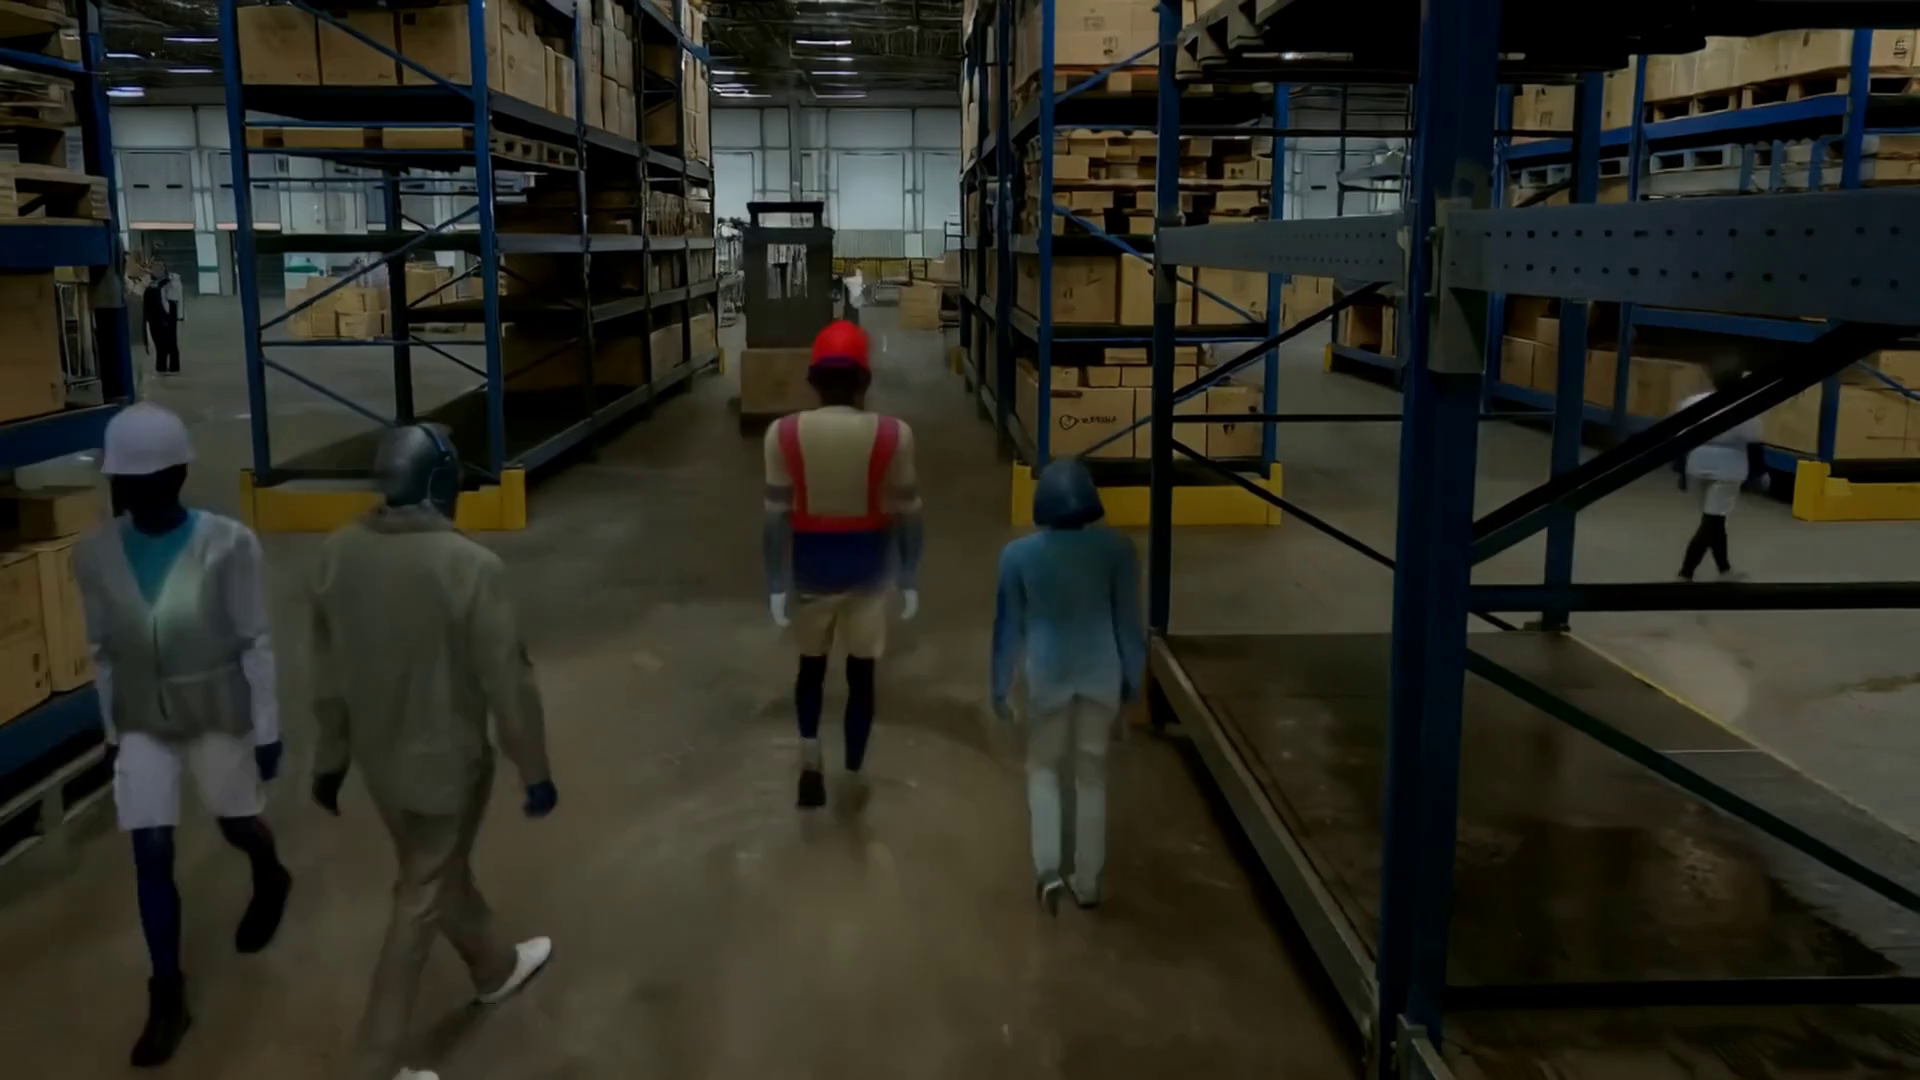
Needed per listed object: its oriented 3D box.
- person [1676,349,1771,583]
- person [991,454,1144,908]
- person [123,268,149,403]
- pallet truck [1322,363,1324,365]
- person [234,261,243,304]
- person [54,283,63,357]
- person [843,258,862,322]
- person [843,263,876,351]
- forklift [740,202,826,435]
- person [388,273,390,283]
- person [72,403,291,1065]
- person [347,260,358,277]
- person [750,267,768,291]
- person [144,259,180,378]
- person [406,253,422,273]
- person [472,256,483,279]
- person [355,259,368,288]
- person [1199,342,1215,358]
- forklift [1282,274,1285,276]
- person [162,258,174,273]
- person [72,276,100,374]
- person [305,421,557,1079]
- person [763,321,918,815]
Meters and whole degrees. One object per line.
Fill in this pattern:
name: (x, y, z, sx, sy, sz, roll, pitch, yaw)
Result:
person: (5.006, -0.434, 10.971, 0.893, 1.648, 0.531, -6, 12, -29)
person: (0.381, 0.517, 5.763, 0.543, 1.614, 0.432, 0, 10, -2)
person: (-11.366, -2.702, 22.632, 0.372, 1.997, 0.621, 9, 13, 41)
pallet truck: (7.712, -4.157, 30.737, 1.885, 1.965, 0.823, 3, 11, 16)
person: (-26.825, -9.789, 62.246, 0.603, 1.949, 0.389, 1, 10, 8)
person: (-18.518, -4.642, 33.761, 0.543, 1.872, 1.021, -10, 14, -43)
person: (-3.143, -7.291, 48.551, 0.567, 1.878, 0.349, -6, 12, -28)
person: (-2.274, -4.971, 35.609, 0.908, 1.887, 0.590, 4, 11, 21)
forklift: (-2.121, -2.752, 20.449, 1.129, 2.768, 1.873, 0, 10, -2)
person: (-18.701, -8.395, 55.220, 0.531, 1.689, 0.322, -9, 13, -40)
person: (-2.330, 0.505, 5.080, 0.551, 1.902, 0.952, -1, 10, -5)
person: (-17.420, -7.166, 48.039, 0.903, 1.817, 0.519, 5, 11, 24)
person: (-6.536, -8.323, 54.175, 0.616, 1.911, 0.419, -9, 13, -41)
person: (-13.832, -3.824, 28.763, 0.682, 2.000, 0.537, 6, 12, 29)
person: (-20.343, -9.733, 62.004, 0.590, 1.923, 0.383, -3, 11, -18)
person: (-16.736, -9.015, 57.963, 0.362, 1.939, 0.636, -10, 14, -43)
person: (-16.529, -6.826, 45.960, 0.328, 1.874, 0.521, -3, 11, -18)
person: (4.752, -4.440, 33.373, 0.699, 1.615, 0.524, -2, 10, -10)
forklift: (12.240, -10.302, 62.509, 1.129, 2.768, 1.873, 0, 10, -2)
person: (-27.430, -8.848, 57.467, 0.978, 1.790, 0.641, 10, 14, 44)
person: (-15.230, -3.737, 29.073, 0.365, 1.751, 0.550, 8, 13, 37)
person: (-1.474, 0.592, 4.700, 0.676, 1.851, 1.025, 5, 11, 25)
person: (-0.479, 0.138, 6.716, 0.615, 2.027, 0.476, 0, 10, 2)
